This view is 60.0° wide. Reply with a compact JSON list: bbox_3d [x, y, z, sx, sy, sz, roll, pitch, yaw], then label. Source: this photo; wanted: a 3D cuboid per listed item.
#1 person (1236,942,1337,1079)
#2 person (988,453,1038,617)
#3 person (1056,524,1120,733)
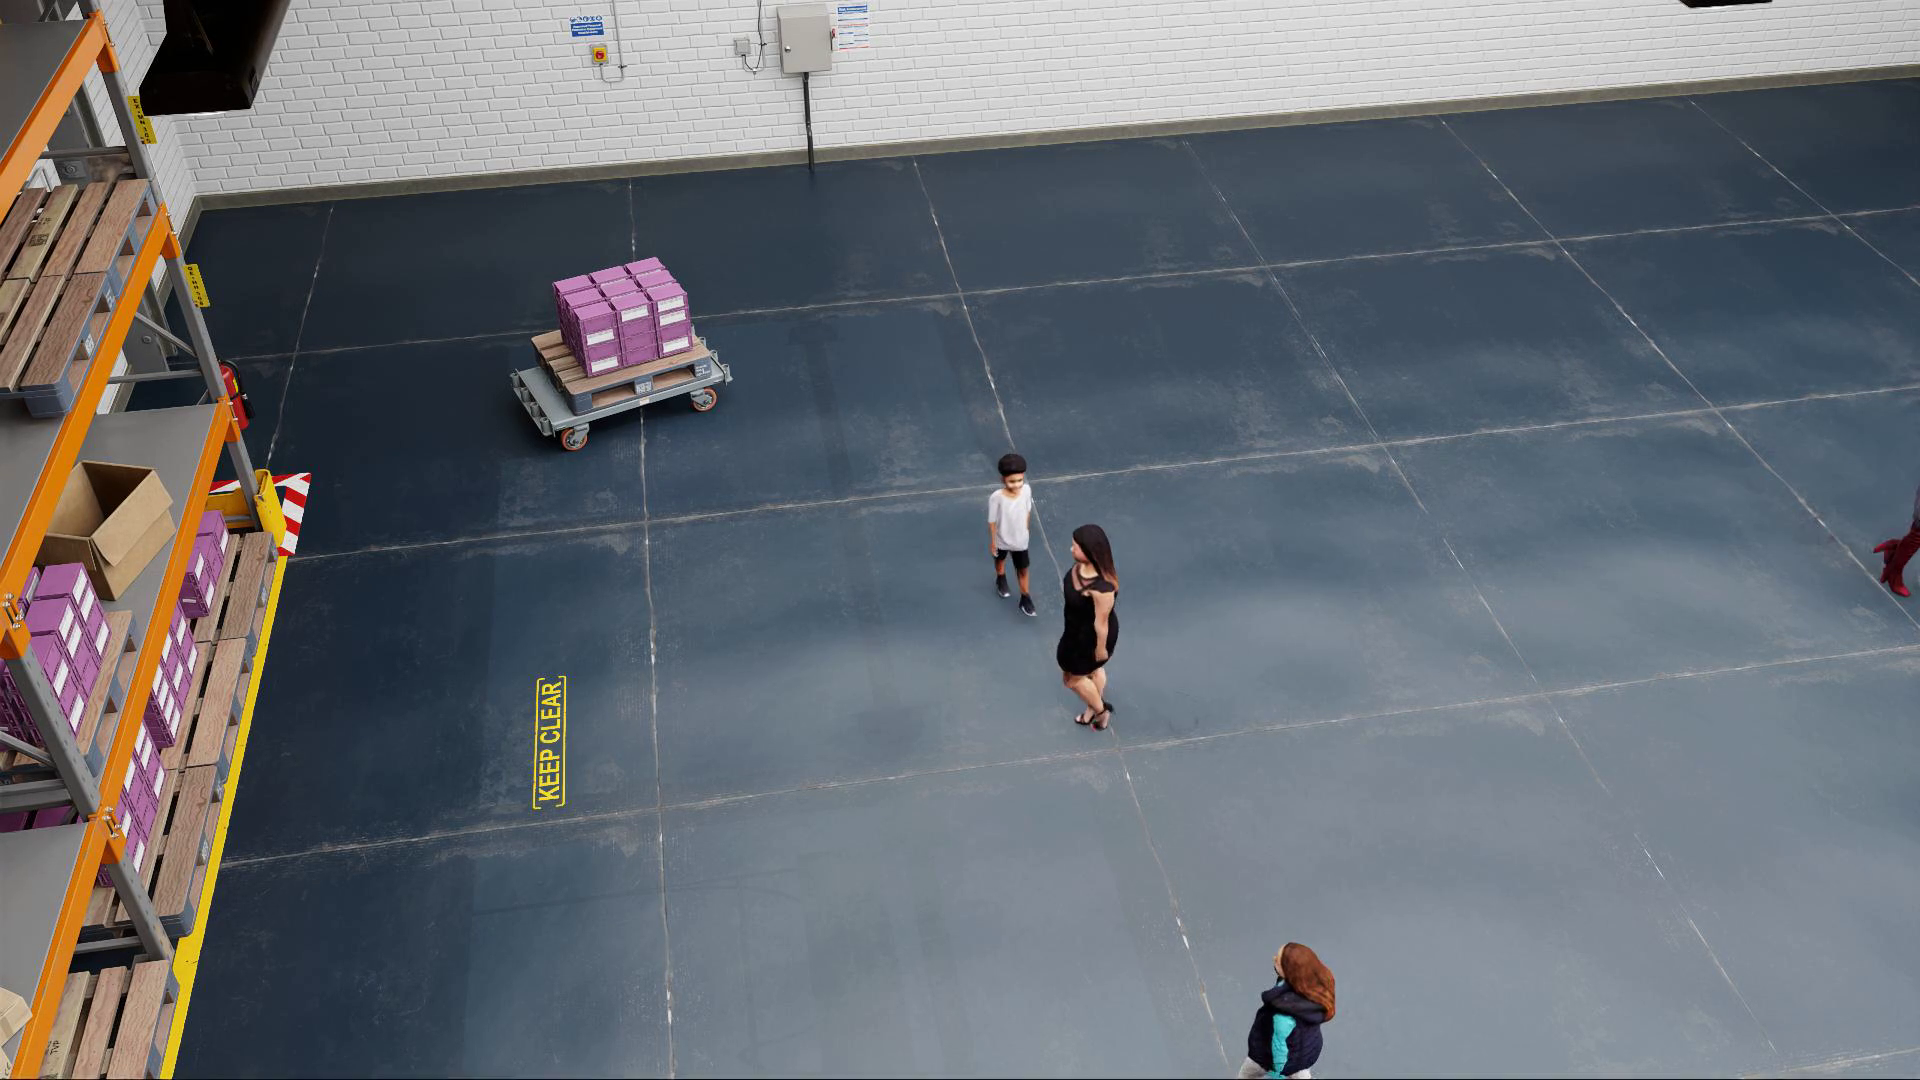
[{"bbox_3d":[1.691,2.552,8.321,1.034,1.464,0.983,22,44,25],"label":"person"},{"bbox_3d":[0.328,-0.109,11.833,0.516,1.239,0.763,-8,39,-10],"label":"person"},{"bbox_3d":[0.921,0.578,10.596,0.773,1.708,0.644,0,39,0],"label":"person"}]
